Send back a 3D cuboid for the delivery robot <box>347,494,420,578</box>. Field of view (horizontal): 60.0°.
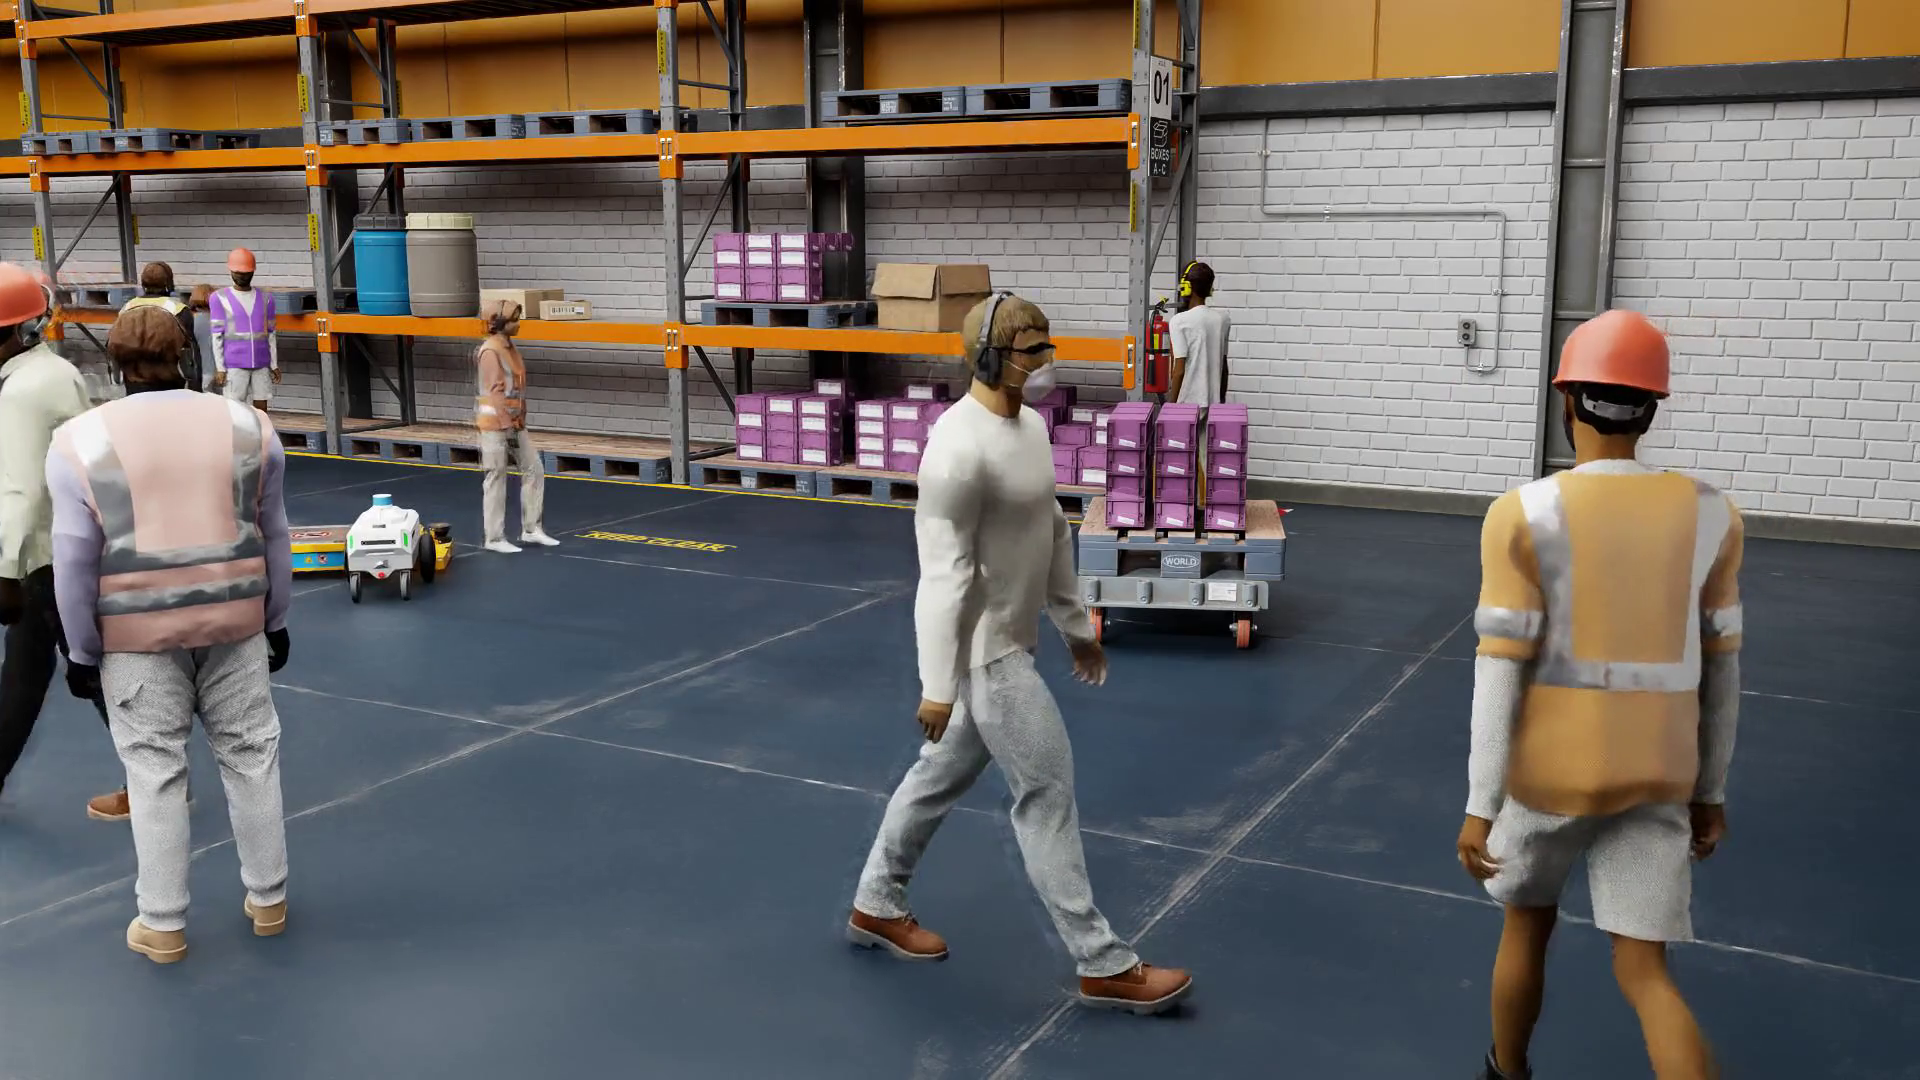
[{"bbox_3d":[-3.284,-0.018,9.492,0.477,0.478,0.707,-2,11,-13],"label":"delivery robot"}]

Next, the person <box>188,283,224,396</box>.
[{"bbox_3d":[-6.605,-1.439,14.616,0.366,1.607,0.567,8,13,39],"label":"person"}]

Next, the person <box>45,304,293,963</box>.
[{"bbox_3d":[-2.197,0.264,4.686,0.619,1.839,0.430,-8,13,-37],"label":"person"}]

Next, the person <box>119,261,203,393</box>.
[{"bbox_3d":[-5.812,-1.114,12.221,0.633,1.843,0.429,3,11,17],"label":"person"}]

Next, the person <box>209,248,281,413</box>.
[{"bbox_3d":[-6.022,-1.497,14.083,0.547,1.930,0.384,-10,14,-43],"label":"person"}]

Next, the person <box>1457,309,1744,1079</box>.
[{"bbox_3d":[1.325,0.490,3.380,0.589,1.891,0.944,0,10,2],"label":"person"}]

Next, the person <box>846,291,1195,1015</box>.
[{"bbox_3d":[0.108,0.289,4.421,1.025,1.891,0.631,3,11,16],"label":"person"}]

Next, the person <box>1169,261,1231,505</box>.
[{"bbox_3d":[1.505,-0.840,10.648,0.516,1.871,0.325,-7,13,-35],"label":"person"}]

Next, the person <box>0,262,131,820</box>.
[{"bbox_3d":[-3.186,0.046,5.611,0.979,1.932,0.655,-3,11,-16],"label":"person"}]

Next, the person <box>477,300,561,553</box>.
[{"bbox_3d":[-2.822,-0.711,10.613,0.539,1.623,0.533,1,10,7],"label":"person"}]

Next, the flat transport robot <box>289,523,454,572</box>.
[{"bbox_3d":[-3.855,0.057,10.116,1.431,0.197,0.652,-2,11,-12],"label":"flat transport robot"}]
